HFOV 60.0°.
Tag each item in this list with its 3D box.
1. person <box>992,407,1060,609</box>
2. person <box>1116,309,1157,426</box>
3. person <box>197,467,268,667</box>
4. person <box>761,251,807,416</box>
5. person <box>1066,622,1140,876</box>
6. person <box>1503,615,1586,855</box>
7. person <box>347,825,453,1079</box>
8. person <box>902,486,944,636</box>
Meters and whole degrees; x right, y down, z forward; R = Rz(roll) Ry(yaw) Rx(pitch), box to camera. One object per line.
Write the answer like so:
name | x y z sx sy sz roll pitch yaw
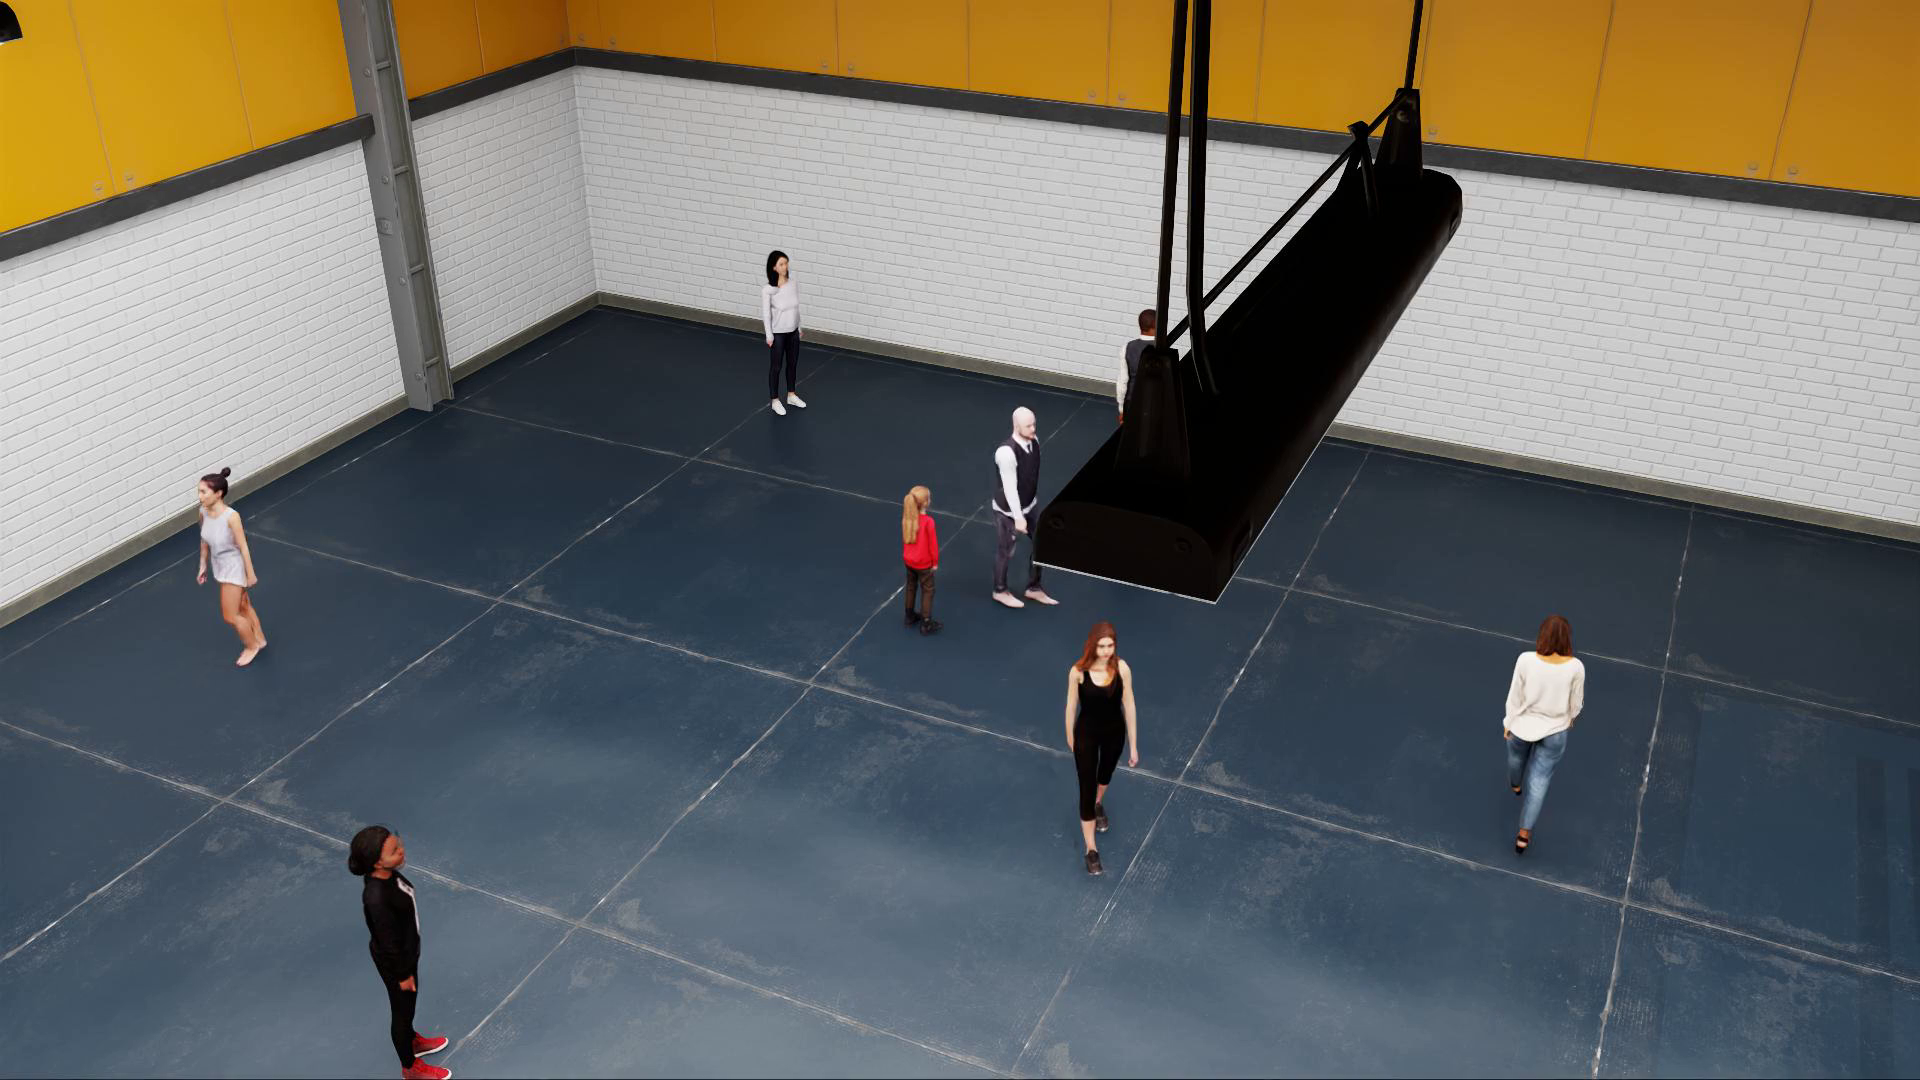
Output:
person | 0.385 -0.258 13.493 0.814 1.800 0.775 18 33 29
person | 1.661 -1.157 15.018 0.692 1.918 0.587 14 32 24
person | -5.594 0.180 12.902 0.618 1.596 0.651 19 34 31
person | -1.817 -2.141 17.051 0.748 1.699 0.613 25 37 38
person | 0.907 1.236 10.868 0.949 1.691 1.154 -3 29 -6
person | 3.767 1.288 10.825 0.652 1.642 1.066 11 30 19
person | -3.065 2.246 9.035 0.744 1.674 0.670 -7 29 -13
person | -0.321 0.158 13.271 0.563 1.282 0.577 23 36 36
